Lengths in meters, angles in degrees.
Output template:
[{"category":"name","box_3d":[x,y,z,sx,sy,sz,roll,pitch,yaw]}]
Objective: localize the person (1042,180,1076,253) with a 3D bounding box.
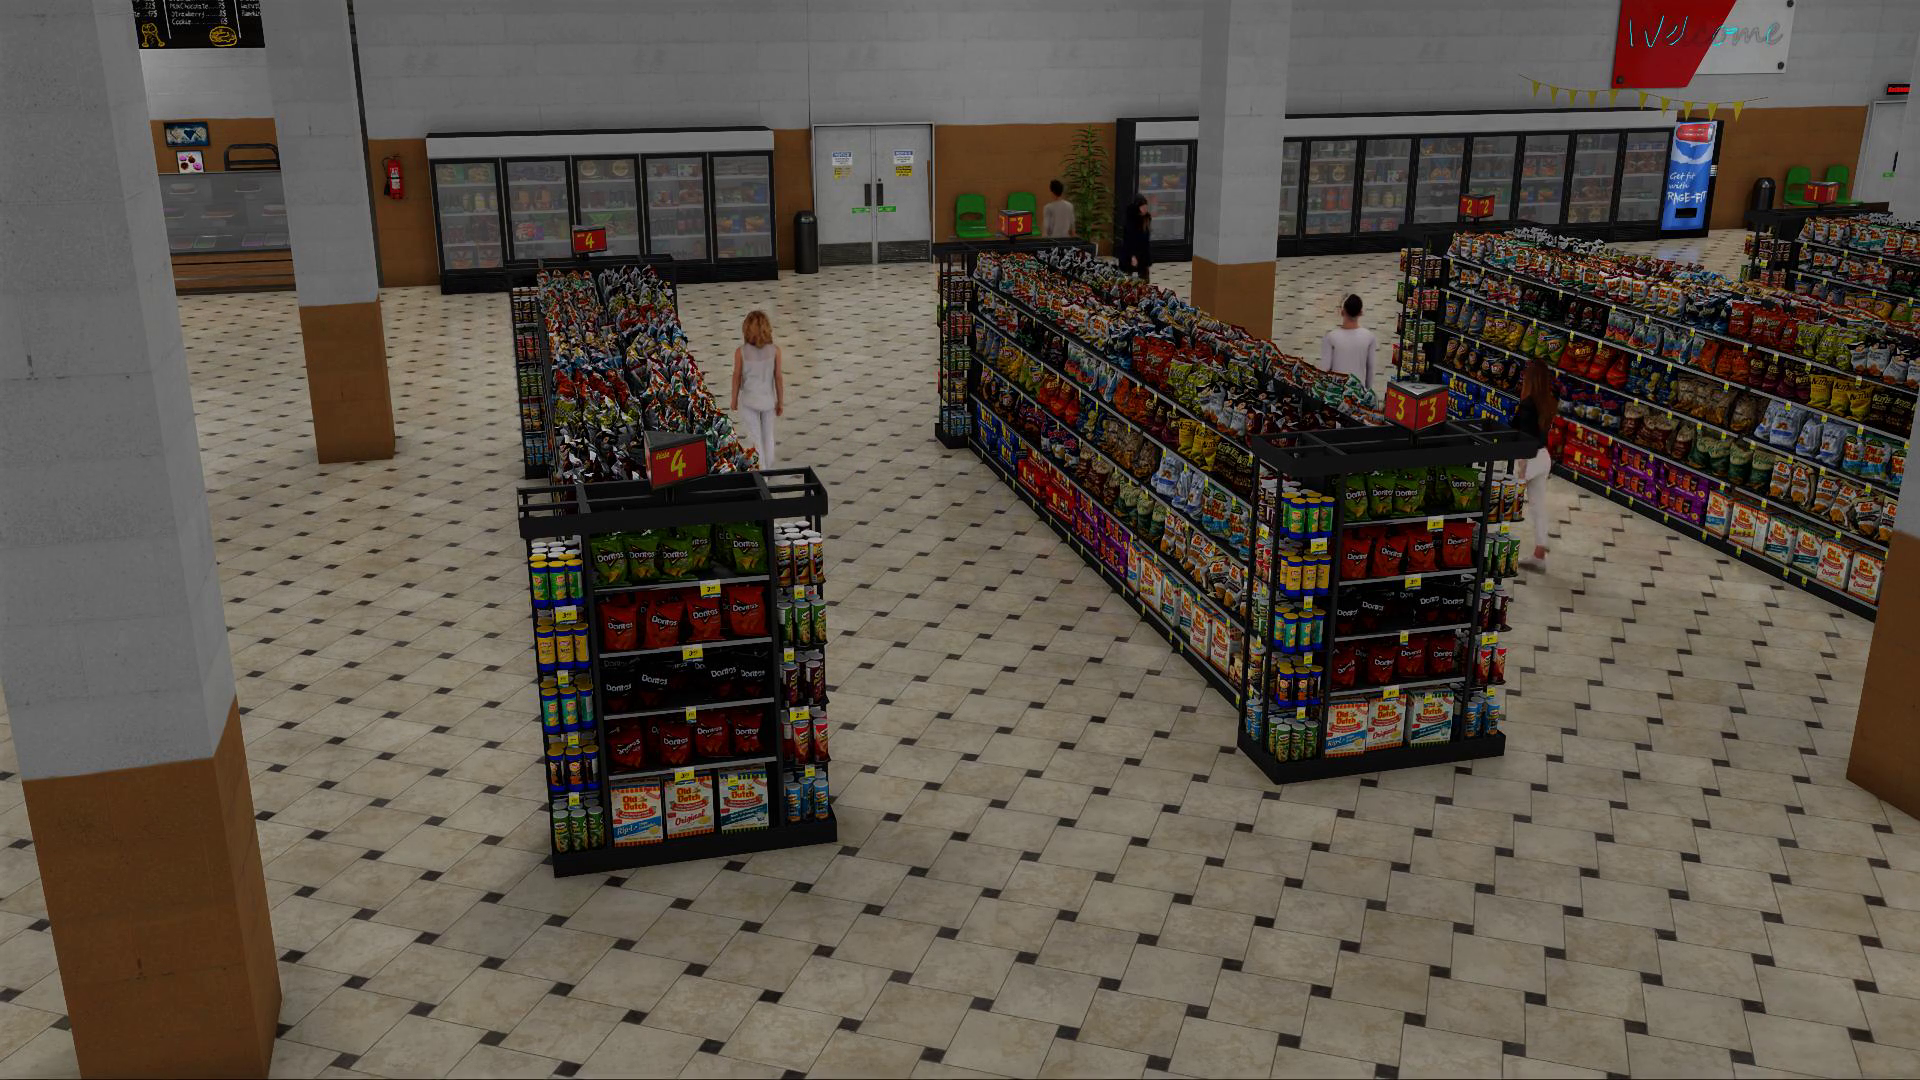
[{"category":"person","box_3d":[1.442,-4.194,23.717,0.720,1.785,1.015,-7,20,-19]}]

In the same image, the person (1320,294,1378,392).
[{"category":"person","box_3d":[3.519,-1.335,15.150,0.704,1.840,0.620,-1,19,-4]}]

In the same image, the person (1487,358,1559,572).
[{"category":"person","box_3d":[4.563,-0.563,13.112,0.828,1.680,1.035,-13,23,-34]}]

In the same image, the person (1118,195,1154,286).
[{"category":"person","box_3d":[2.367,-3.960,23.254,1.203,1.637,1.003,18,25,42]}]

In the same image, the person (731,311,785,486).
[{"category":"person","box_3d":[-1.826,-1.229,15.143,0.625,1.643,0.877,-6,20,-18]}]
